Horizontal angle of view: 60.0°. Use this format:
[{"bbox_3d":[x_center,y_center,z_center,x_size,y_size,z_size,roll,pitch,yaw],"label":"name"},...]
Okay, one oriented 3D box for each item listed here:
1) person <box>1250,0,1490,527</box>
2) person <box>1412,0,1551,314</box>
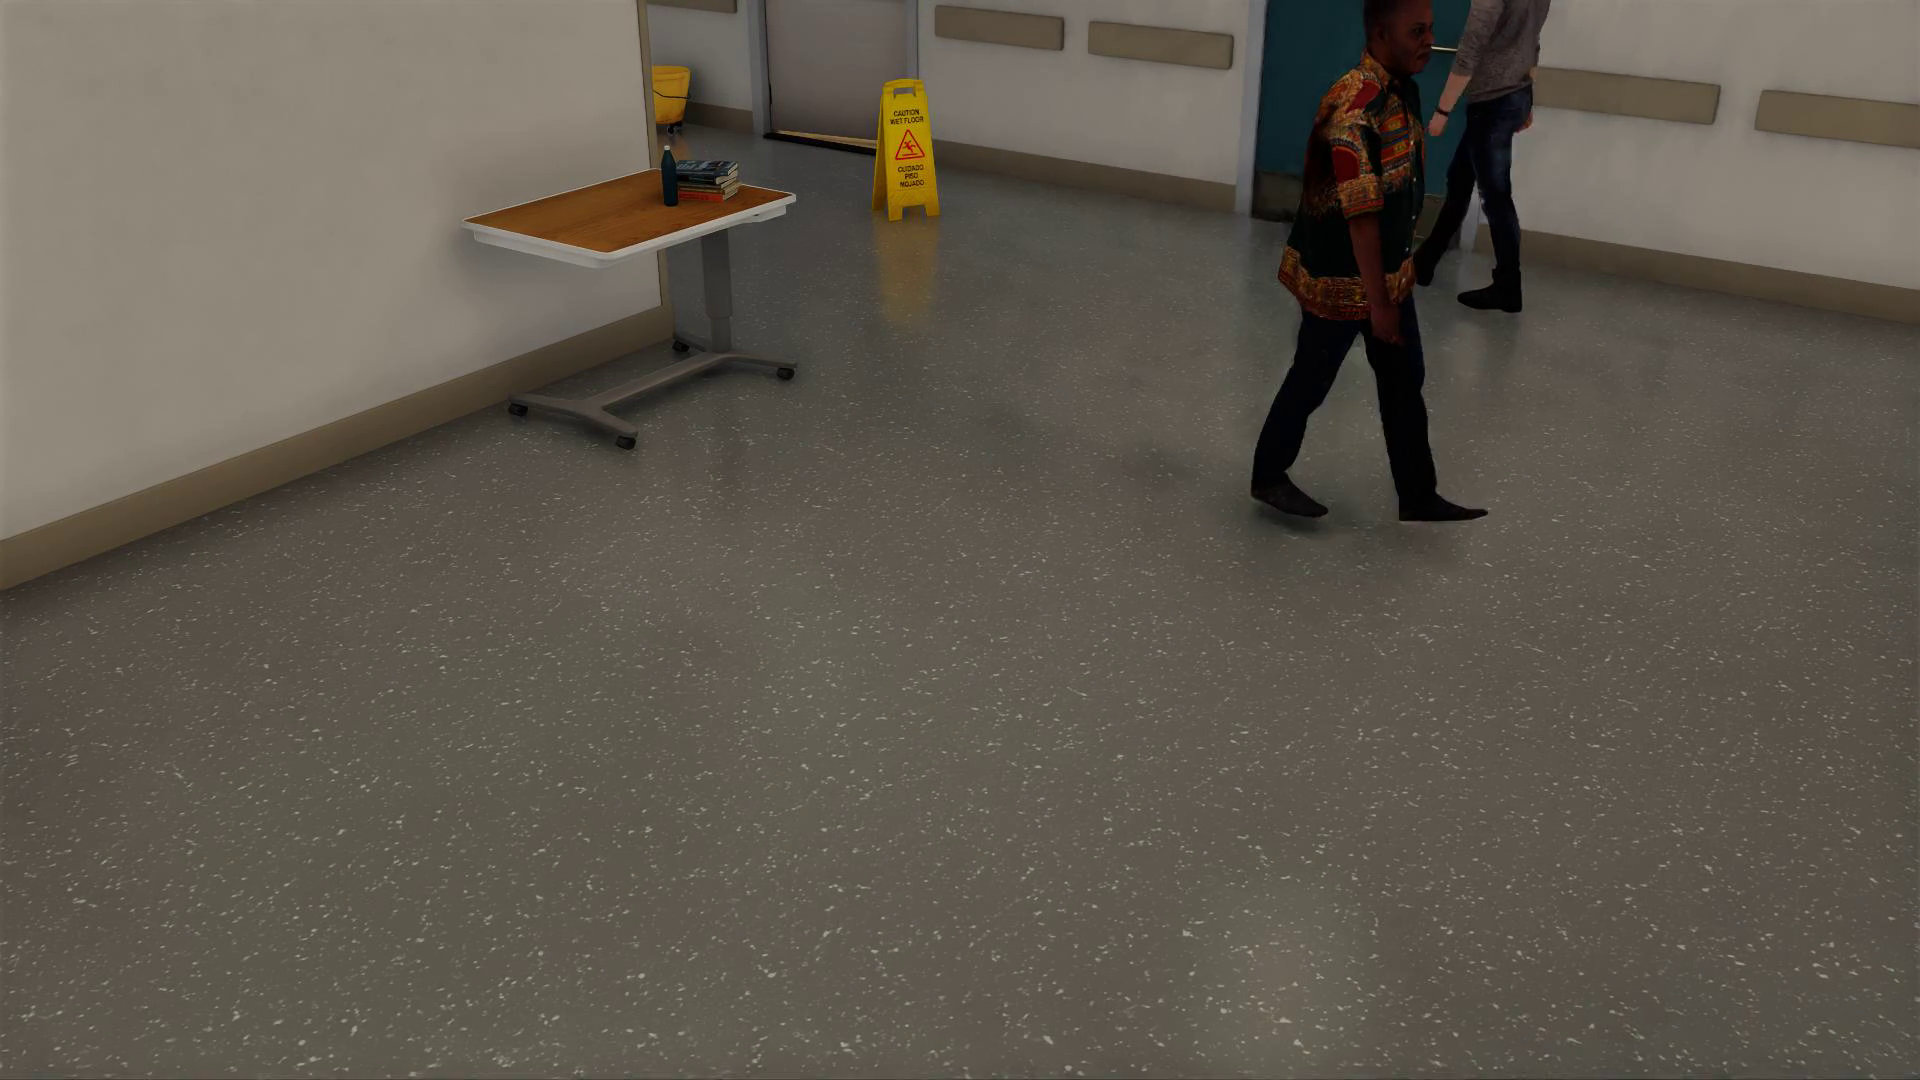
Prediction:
[{"bbox_3d":[1.212,-0.881,5.462,1.064,1.772,0.746,21,33,37],"label":"person"},{"bbox_3d":[2.534,-1.952,7.606,1.017,1.880,0.743,19,31,33],"label":"person"}]
